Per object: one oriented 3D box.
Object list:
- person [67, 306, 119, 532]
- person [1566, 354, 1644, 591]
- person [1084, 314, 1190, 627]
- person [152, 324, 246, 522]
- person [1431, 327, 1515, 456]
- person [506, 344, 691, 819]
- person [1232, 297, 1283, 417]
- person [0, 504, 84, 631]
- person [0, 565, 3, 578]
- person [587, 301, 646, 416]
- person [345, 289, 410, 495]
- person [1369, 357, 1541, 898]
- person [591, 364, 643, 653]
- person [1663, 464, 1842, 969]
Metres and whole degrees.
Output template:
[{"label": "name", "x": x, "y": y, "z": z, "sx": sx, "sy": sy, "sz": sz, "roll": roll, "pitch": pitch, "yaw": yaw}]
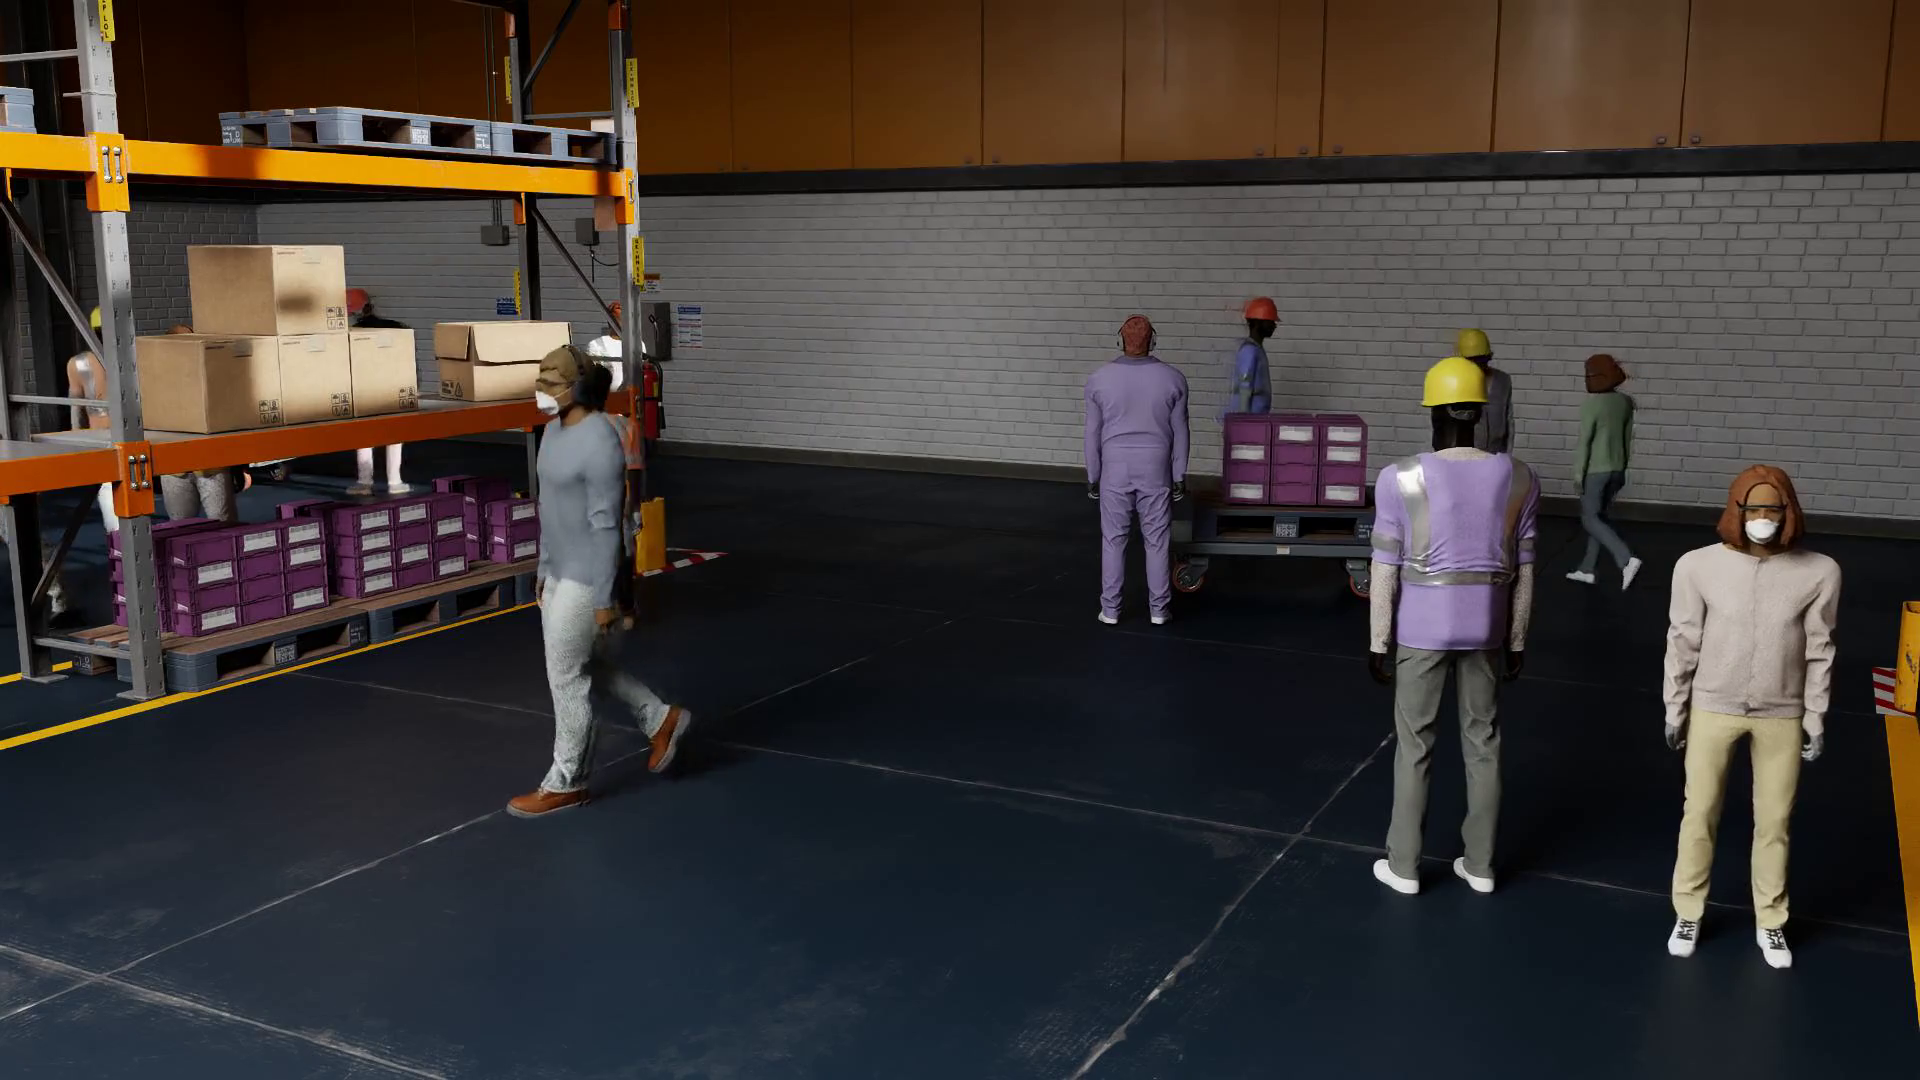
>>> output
[{"label": "person", "x": -6.207, "y": -0.772, "z": 12.254, "sx": 0.592, "sy": 1.909, "sz": 0.611, "roll": -7, "pitch": 12, "yaw": -33}, {"label": "person", "x": 4.379, "y": -0.453, "z": 11.244, "sx": 0.496, "sy": 1.613, "sz": 0.705, "roll": -5, "pitch": 11, "yaw": -26}, {"label": "person", "x": 1.074, "y": -0.414, "z": 10.151, "sx": 0.641, "sy": 1.913, "sz": 0.408, "roll": 1, "pitch": 10, "yaw": 4}, {"label": "person", "x": -4.871, "y": -0.453, "z": 10.603, "sx": 0.628, "sy": 1.837, "sz": 0.429, "roll": -1, "pitch": 10, "yaw": -5}, {"label": "person", "x": 3.493, "y": -0.577, "z": 11.473, "sx": 0.608, "sy": 1.792, "sz": 0.602, "roll": -2, "pitch": 10, "yaw": -13}, {"label": "person", "x": -1.497, "y": 0.157, "z": 6.809, "sx": 0.757, "sy": 1.922, "sz": 0.634, "roll": -5, "pitch": 11, "yaw": -28}, {"label": "person", "x": 2.473, "y": -0.999, "z": 13.515, "sx": 0.615, "sy": 1.921, "sz": 0.552, "roll": 1, "pitch": 10, "yaw": 8}, {"label": "person", "x": -5.810, "y": -0.297, "z": 9.930, "sx": 0.952, "sy": 1.769, "sz": 0.645, "roll": -5, "pitch": 11, "yaw": -28}, {"label": "person", "x": -6.572, "y": -0.498, "z": 10.735, "sx": 0.641, "sy": 1.880, "sz": 1.040, "roll": 1, "pitch": 10, "yaw": 5}, {"label": "person", "x": -2.872, "y": -1.069, "z": 14.042, "sx": 0.579, "sy": 1.879, "sz": 0.348, "roll": -9, "pitch": 13, "yaw": -43}, {"label": "person", "x": -5.487, "y": -1.377, "z": 15.643, "sx": 0.723, "sy": 1.948, "sz": 0.412, "roll": -5, "pitch": 11, "yaw": -27}, {"label": "person", "x": 1.730, "y": 0.315, "z": 5.910, "sx": 0.588, "sy": 1.918, "sz": 0.396, "roll": -1, "pitch": 10, "yaw": -3}, {"label": "person", "x": -2.086, "y": -0.192, "z": 9.614, "sx": 0.546, "sy": 1.639, "sz": 0.880, "roll": 0, "pitch": 10, "yaw": -2}, {"label": "person", "x": 2.507, "y": 0.563, "z": 5.319, "sx": 0.492, "sy": 1.626, "sz": 0.284, "roll": 3, "pitch": 10, "yaw": 18}]
